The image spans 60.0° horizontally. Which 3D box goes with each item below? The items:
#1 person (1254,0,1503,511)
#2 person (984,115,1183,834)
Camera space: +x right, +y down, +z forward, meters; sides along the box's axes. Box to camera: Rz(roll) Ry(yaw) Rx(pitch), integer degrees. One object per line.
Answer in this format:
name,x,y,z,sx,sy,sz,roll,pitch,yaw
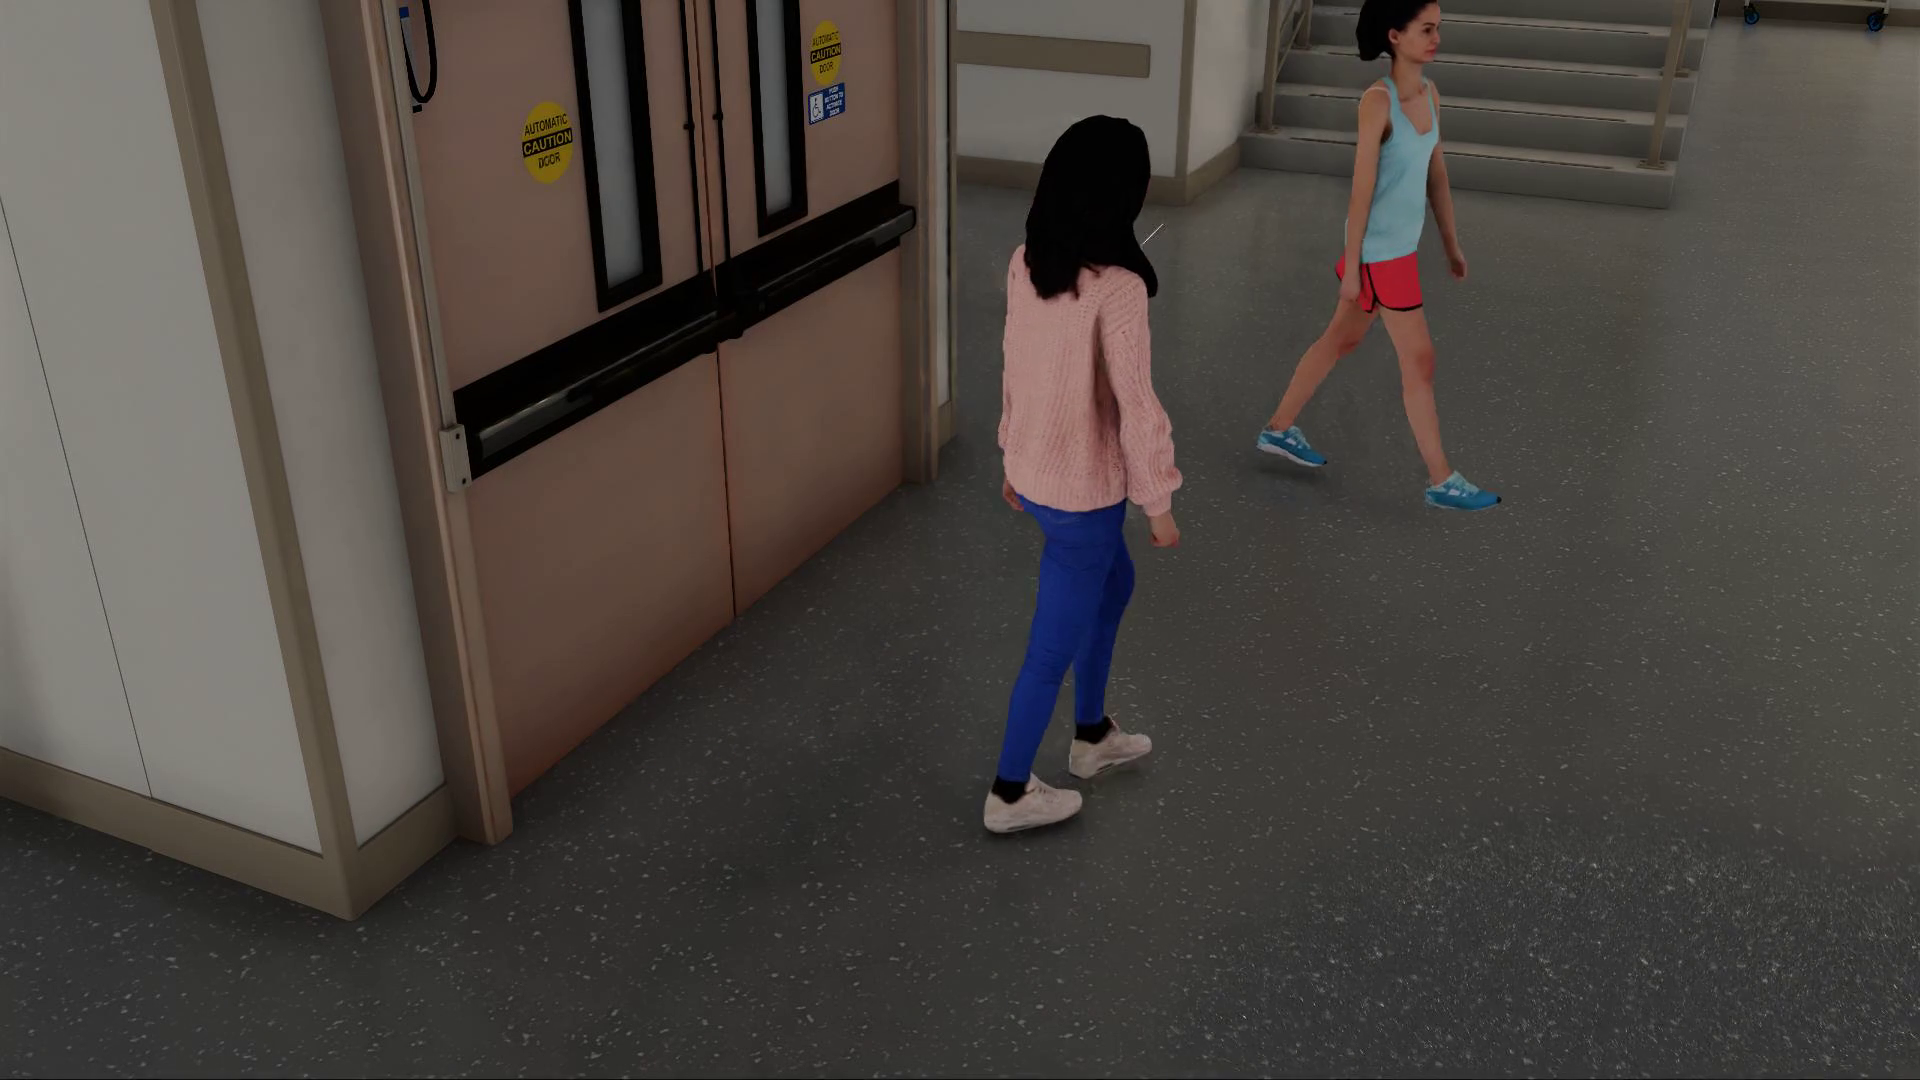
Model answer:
person,1.389,-0.972,5.743,0.861,1.717,1.185,20,32,35
person,0.180,-0.076,3.849,0.928,1.749,0.865,-9,27,-19
